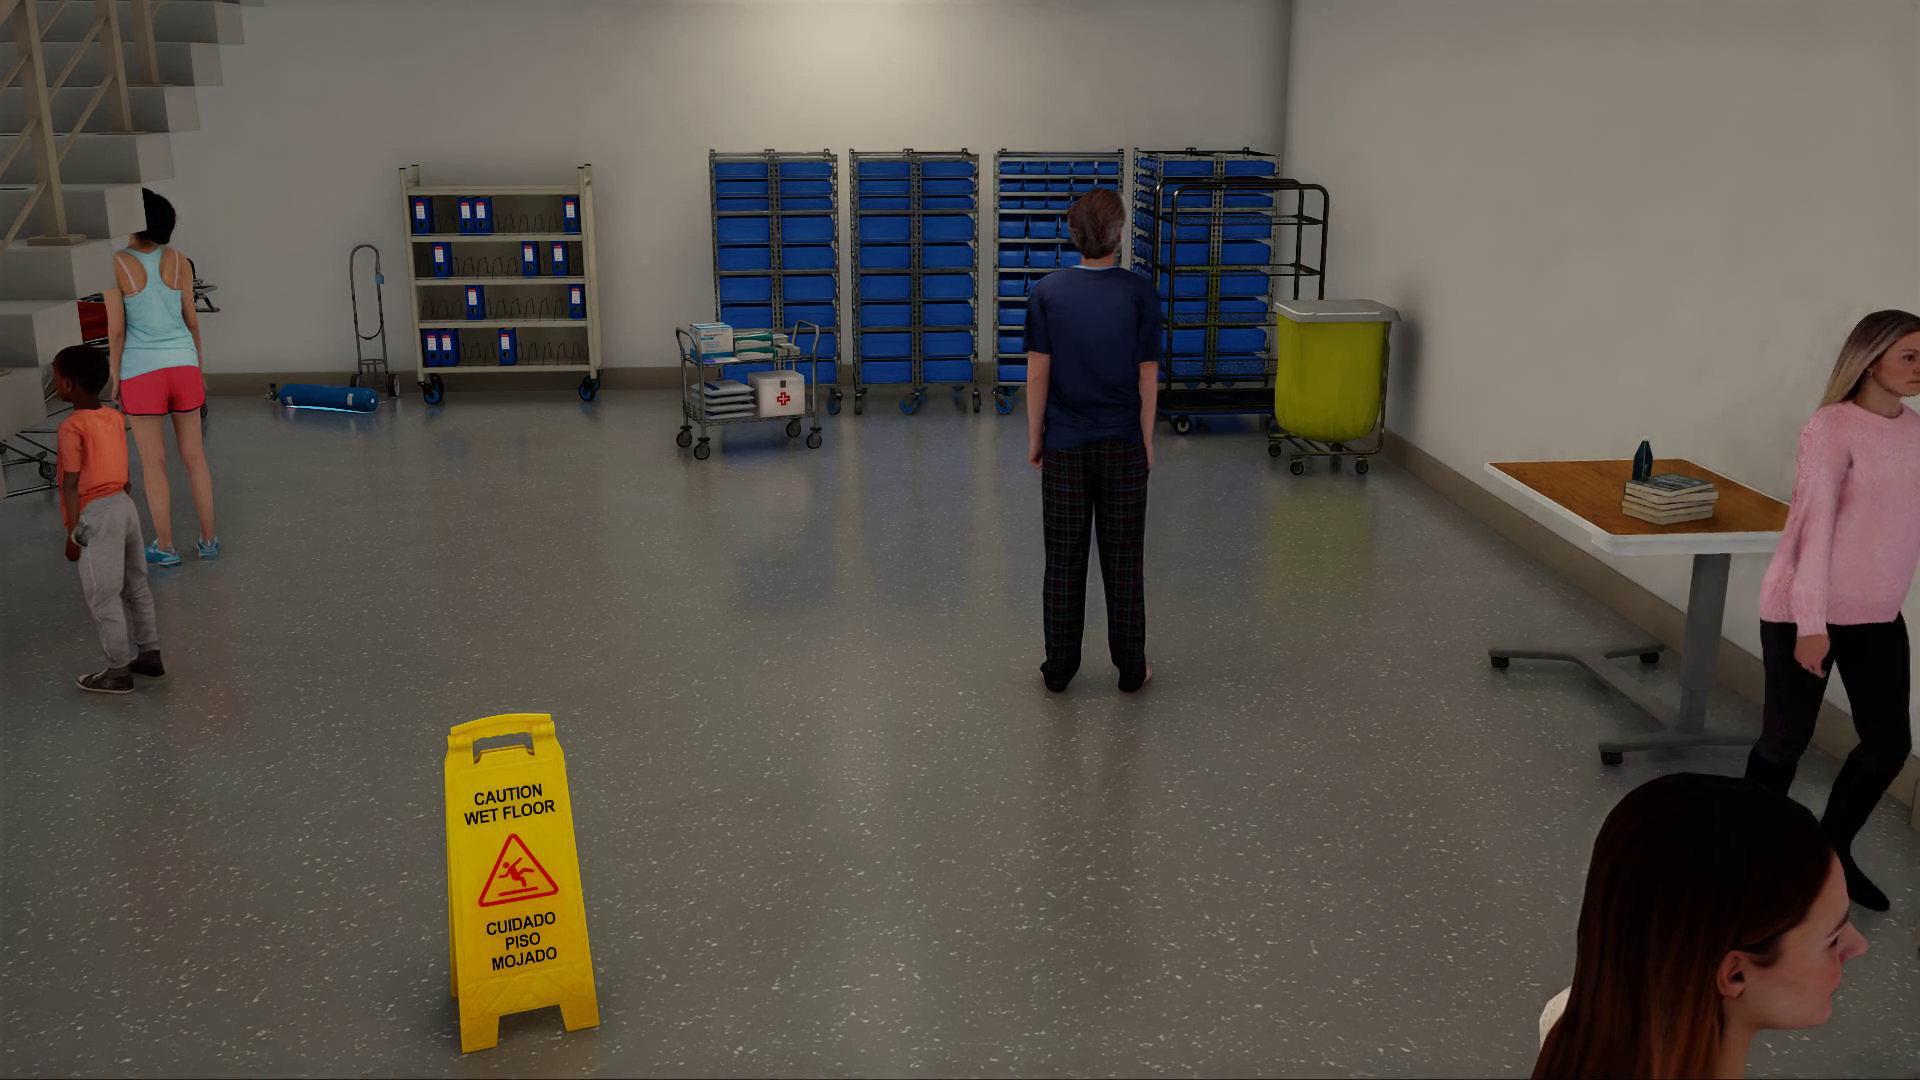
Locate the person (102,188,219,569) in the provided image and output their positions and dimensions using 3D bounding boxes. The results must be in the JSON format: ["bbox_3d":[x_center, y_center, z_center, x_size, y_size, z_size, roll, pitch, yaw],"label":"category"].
[{"bbox_3d":[-3.750,-0.760,7.797,0.709,1.764,0.757,-15,21,-42],"label":"person"}]

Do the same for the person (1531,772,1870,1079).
[{"bbox_3d":[0.647,1.017,1.627,0.706,1.692,0.516,1,16,2],"label":"person"}]

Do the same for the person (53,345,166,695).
[{"bbox_3d":[-3.193,-0.079,6.217,0.582,1.310,0.480,3,16,10],"label":"person"}]

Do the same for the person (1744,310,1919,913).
[{"bbox_3d":[2.343,0.188,4.607,0.661,1.670,0.672,-5,16,-16],"label":"person"}]

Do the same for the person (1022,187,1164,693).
[{"bbox_3d":[0.497,-0.351,6.148,0.703,1.871,0.618,2,16,7],"label":"person"}]
